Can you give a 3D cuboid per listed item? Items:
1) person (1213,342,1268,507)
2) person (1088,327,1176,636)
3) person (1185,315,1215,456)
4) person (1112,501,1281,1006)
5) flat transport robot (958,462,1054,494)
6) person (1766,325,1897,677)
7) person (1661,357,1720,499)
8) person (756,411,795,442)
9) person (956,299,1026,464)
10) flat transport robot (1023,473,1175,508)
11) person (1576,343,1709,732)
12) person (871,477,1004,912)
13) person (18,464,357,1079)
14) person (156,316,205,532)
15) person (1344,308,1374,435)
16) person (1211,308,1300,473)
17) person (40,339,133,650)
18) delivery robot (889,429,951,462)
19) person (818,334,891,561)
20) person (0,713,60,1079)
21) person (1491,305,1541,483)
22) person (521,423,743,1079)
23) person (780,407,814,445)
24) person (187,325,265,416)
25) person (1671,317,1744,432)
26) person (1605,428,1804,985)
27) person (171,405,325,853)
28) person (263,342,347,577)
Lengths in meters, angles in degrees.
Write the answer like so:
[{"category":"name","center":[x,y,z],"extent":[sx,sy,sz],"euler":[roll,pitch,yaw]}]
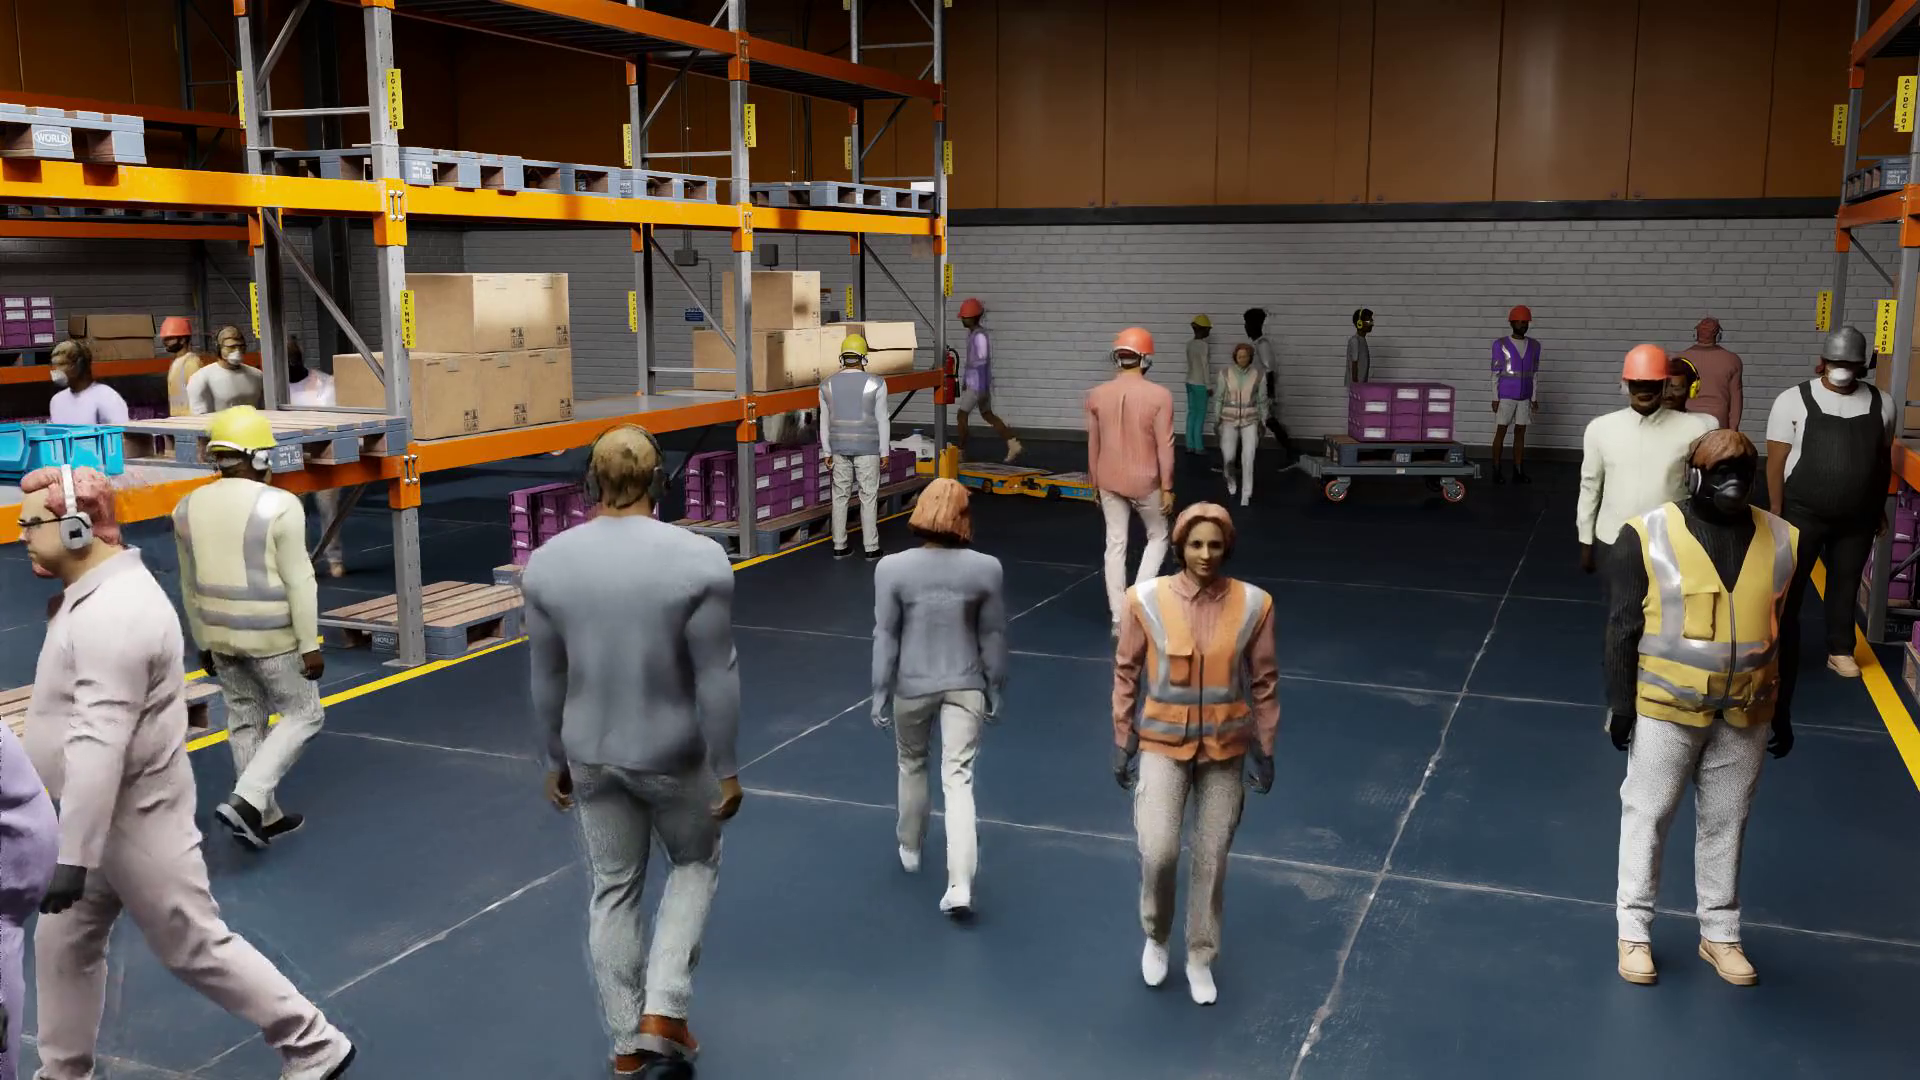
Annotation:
[{"category":"person","center":[2.797,-1.167,16.563],"extent":[0.537,1.618,0.593],"euler":[2,10,12]},{"category":"person","center":[1.114,-0.371,10.669],"extent":[0.644,1.976,0.483],"euler":[5,11,30]},{"category":"person","center":[3.000,-1.935,20.826],"extent":[0.328,1.762,0.522],"euler":[-3,10,-15]},{"category":"person","center":[0.756,0.684,5.322],"extent":[0.537,1.625,0.371],"euler":[0,9,-2]},{"category":"flat transport robot","center":[0.298,-0.668,17.641],"extent":[0.652,0.197,1.431],"euler":[-9,13,-42]},{"category":"person","center":[5.004,-0.214,9.540],"extent":[0.686,2.000,0.535],"euler":[1,9,9]},{"category":"person","center":[3.971,-0.093,9.345],"extent":[0.533,1.863,0.317],"euler":[2,10,14]},{"category":"person","center":[-1.964,-1.322,17.506],"extent":[0.362,1.623,0.546],"euler":[-8,13,-42]},{"category":"person","center":[0.282,-1.867,19.744],"extent":[1.014,1.988,0.640],"euler":[0,9,2]},{"category":"flat transport robot","center":[1.388,-0.515,16.711],"extent":[1.431,0.197,0.652],"euler":[9,13,42]},{"category":"person","center":[3.486,-0.018,8.528],"extent":[0.634,1.983,0.600],"euler":[4,10,23]},{"category":"person","center":[-0.079,0.560,6.227],"extent":[0.507,1.585,0.845],"euler":[-1,9,-7]},{"category":"person","center":[-2.173,0.716,4.475],"extent":[0.952,1.867,0.659],"euler":[-6,11,-33]},{"category":"person","center":[-6.853,-1.026,14.796],"extent":[0.464,1.928,0.561],"euler":[-9,13,-42]},{"category":"person","center":[4.655,-1.758,19.406],"extent":[0.332,1.874,0.520],"euler":[3,10,20]},{"category":"person","center":[3.448,-1.695,18.959],"extent":[1.038,1.904,0.614],"euler":[1,9,4]},{"category":"person","center":[-5.451,-0.263,10.217],"extent":[0.664,1.906,0.853],"euler":[6,11,33]},{"category":"delivery robot","center":[-0.464,-0.989,18.445],"extent":[0.707,0.478,0.477],"euler":[5,10,27]},{"category":"person","center":[-0.836,-0.736,13.369],"extent":[0.588,1.827,0.403],"euler":[3,10,18]},{"category":"person","center":[-2.101,0.852,3.489],"extent":[0.408,1.908,0.644],"euler":[-8,12,-38]},{"category":"person","center":[6.055,-1.582,18.128],"extent":[0.545,1.942,0.354],"euler":[-1,9,-8]},{"category":"person","center":[-0.926,0.623,4.820],"extent":[0.642,1.921,0.441],"euler":[2,10,10]},{"category":"person","center":[-1.681,-1.448,17.703],"extent":[0.944,1.817,0.600],"euler":[-4,10,-22]},{"category":"person","center":[-5.299,-0.596,12.165],"extent":[0.356,1.936,0.638],"euler":[5,11,27]},{"category":"person","center":[6.662,-1.036,14.923],"extent":[0.639,1.911,0.406],"euler":[5,10,26]},{"category":"person","center":[2.451,0.553,5.490],"extent":[0.625,1.846,0.429],"euler":[0,9,2]},{"category":"person","center":[-2.833,0.377,6.625],"extent":[0.613,1.818,0.507],"euler":[3,10,18]},{"category":"person","center":[-4.905,-0.589,12.520],"extent":[0.676,1.810,0.473],"euler":[-2,10,-11]}]
